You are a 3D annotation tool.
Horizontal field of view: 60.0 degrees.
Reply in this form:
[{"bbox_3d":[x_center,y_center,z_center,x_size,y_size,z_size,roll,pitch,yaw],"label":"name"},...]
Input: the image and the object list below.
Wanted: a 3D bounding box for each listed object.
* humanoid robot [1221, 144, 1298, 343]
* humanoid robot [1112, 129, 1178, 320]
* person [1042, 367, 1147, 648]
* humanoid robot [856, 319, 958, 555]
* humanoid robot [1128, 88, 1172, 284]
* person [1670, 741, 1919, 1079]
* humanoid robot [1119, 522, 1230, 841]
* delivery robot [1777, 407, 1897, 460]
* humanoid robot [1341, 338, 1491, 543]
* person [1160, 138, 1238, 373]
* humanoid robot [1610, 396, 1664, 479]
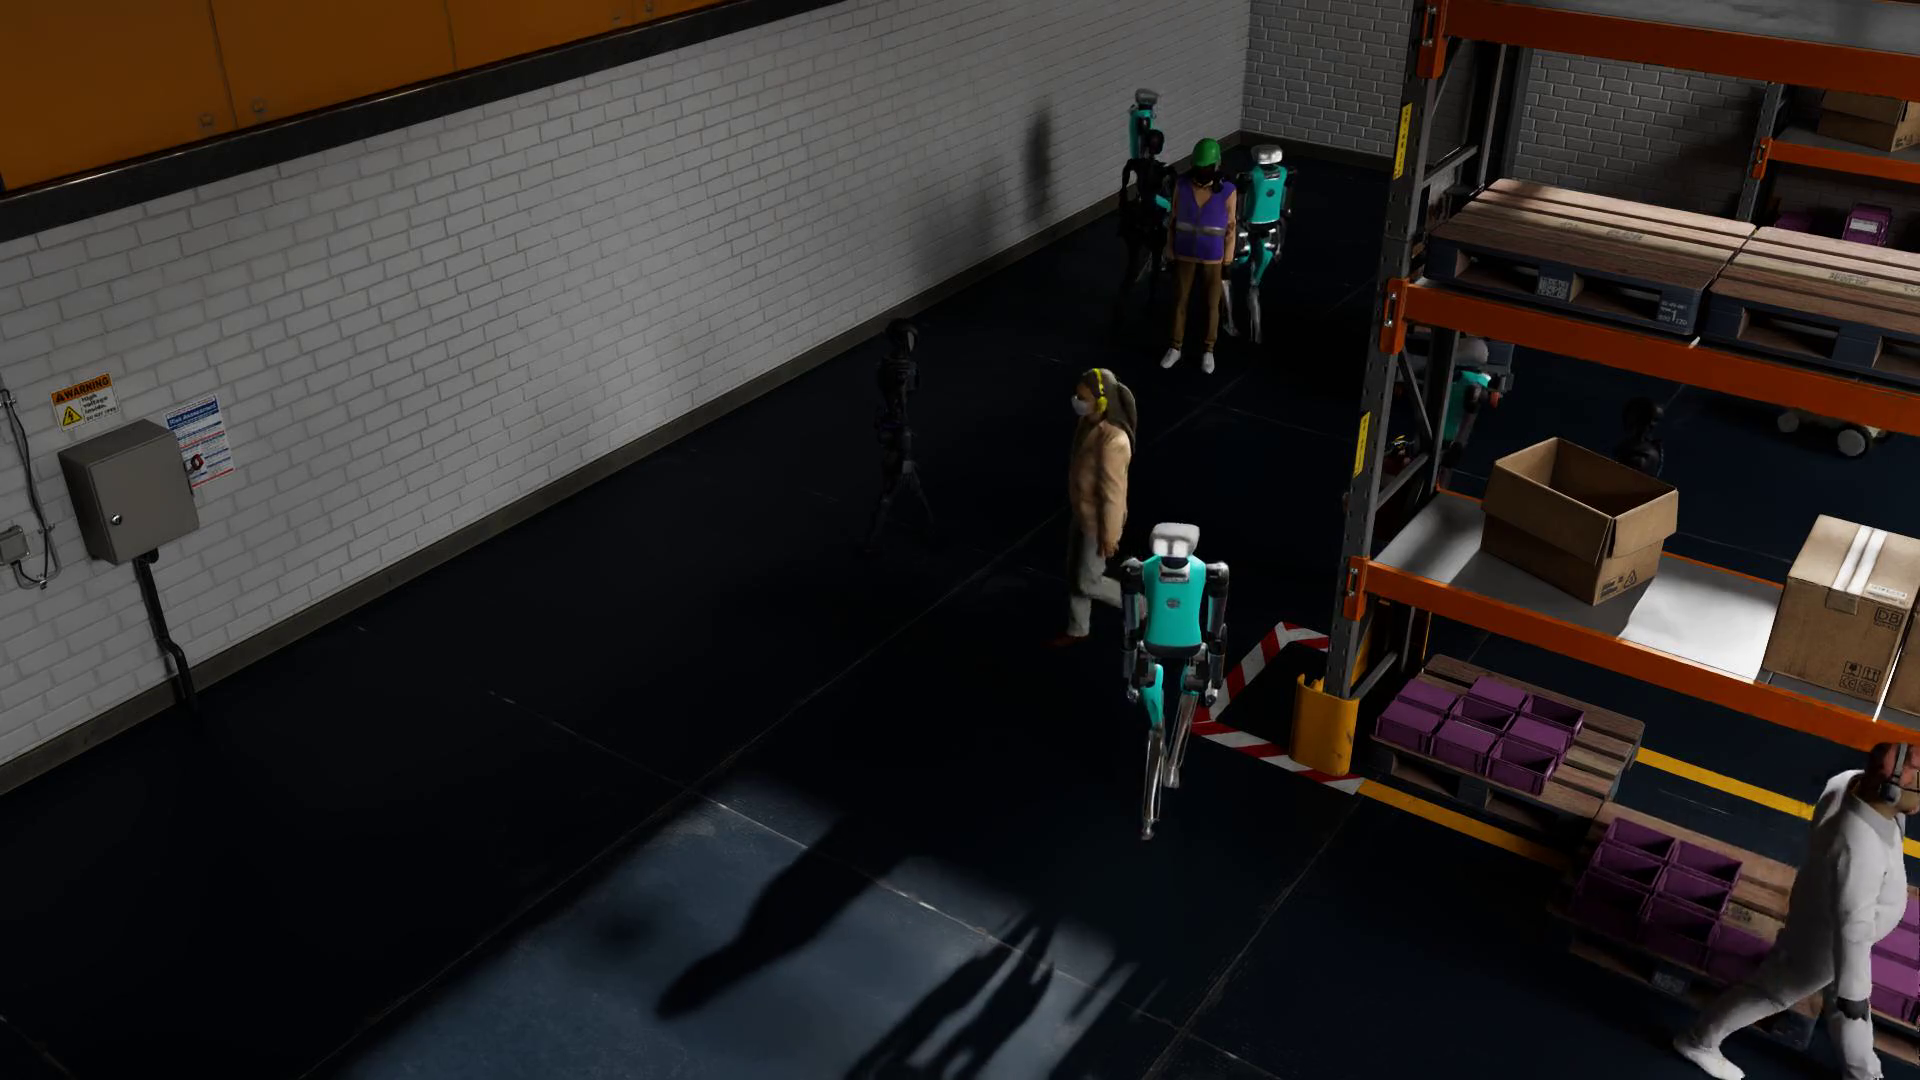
[{"bbox_3d":[2.395,-2.505,13.960,0.553,1.787,0.828,-9,31,-15],"label":"humanoid robot"},{"bbox_3d":[1.581,-2.706,14.343,0.613,1.632,0.659,18,34,28],"label":"humanoid robot"},{"bbox_3d":[0.849,-0.156,9.726,0.613,1.862,0.567,-6,31,-11],"label":"person"},{"bbox_3d":[-0.351,-0.667,10.810,0.713,1.629,0.610,-4,30,-7],"label":"humanoid robot"},{"bbox_3d":[1.849,-3.186,15.154,0.703,1.848,0.532,0,30,0],"label":"humanoid robot"},{"bbox_3d":[3.549,1.580,6.717,1.015,1.852,0.654,15,33,25],"label":"person"},{"bbox_3d":[1.073,0.627,8.491,0.553,1.778,0.890,4,30,7],"label":"humanoid robot"},{"bbox_3d":[6.592,-0.980,12.452,0.499,0.592,0.795,-23,37,-34],"label":"delivery robot"},{"bbox_3d":[2.774,-0.437,10.337,1.059,1.714,0.535,1,30,2],"label":"humanoid robot"},{"bbox_3d":[1.923,-2.284,13.339,0.545,1.928,0.422,9,31,15],"label":"person"},{"bbox_3d":[3.881,-0.085,9.770,0.312,1.649,0.609,12,32,19],"label":"humanoid robot"}]
